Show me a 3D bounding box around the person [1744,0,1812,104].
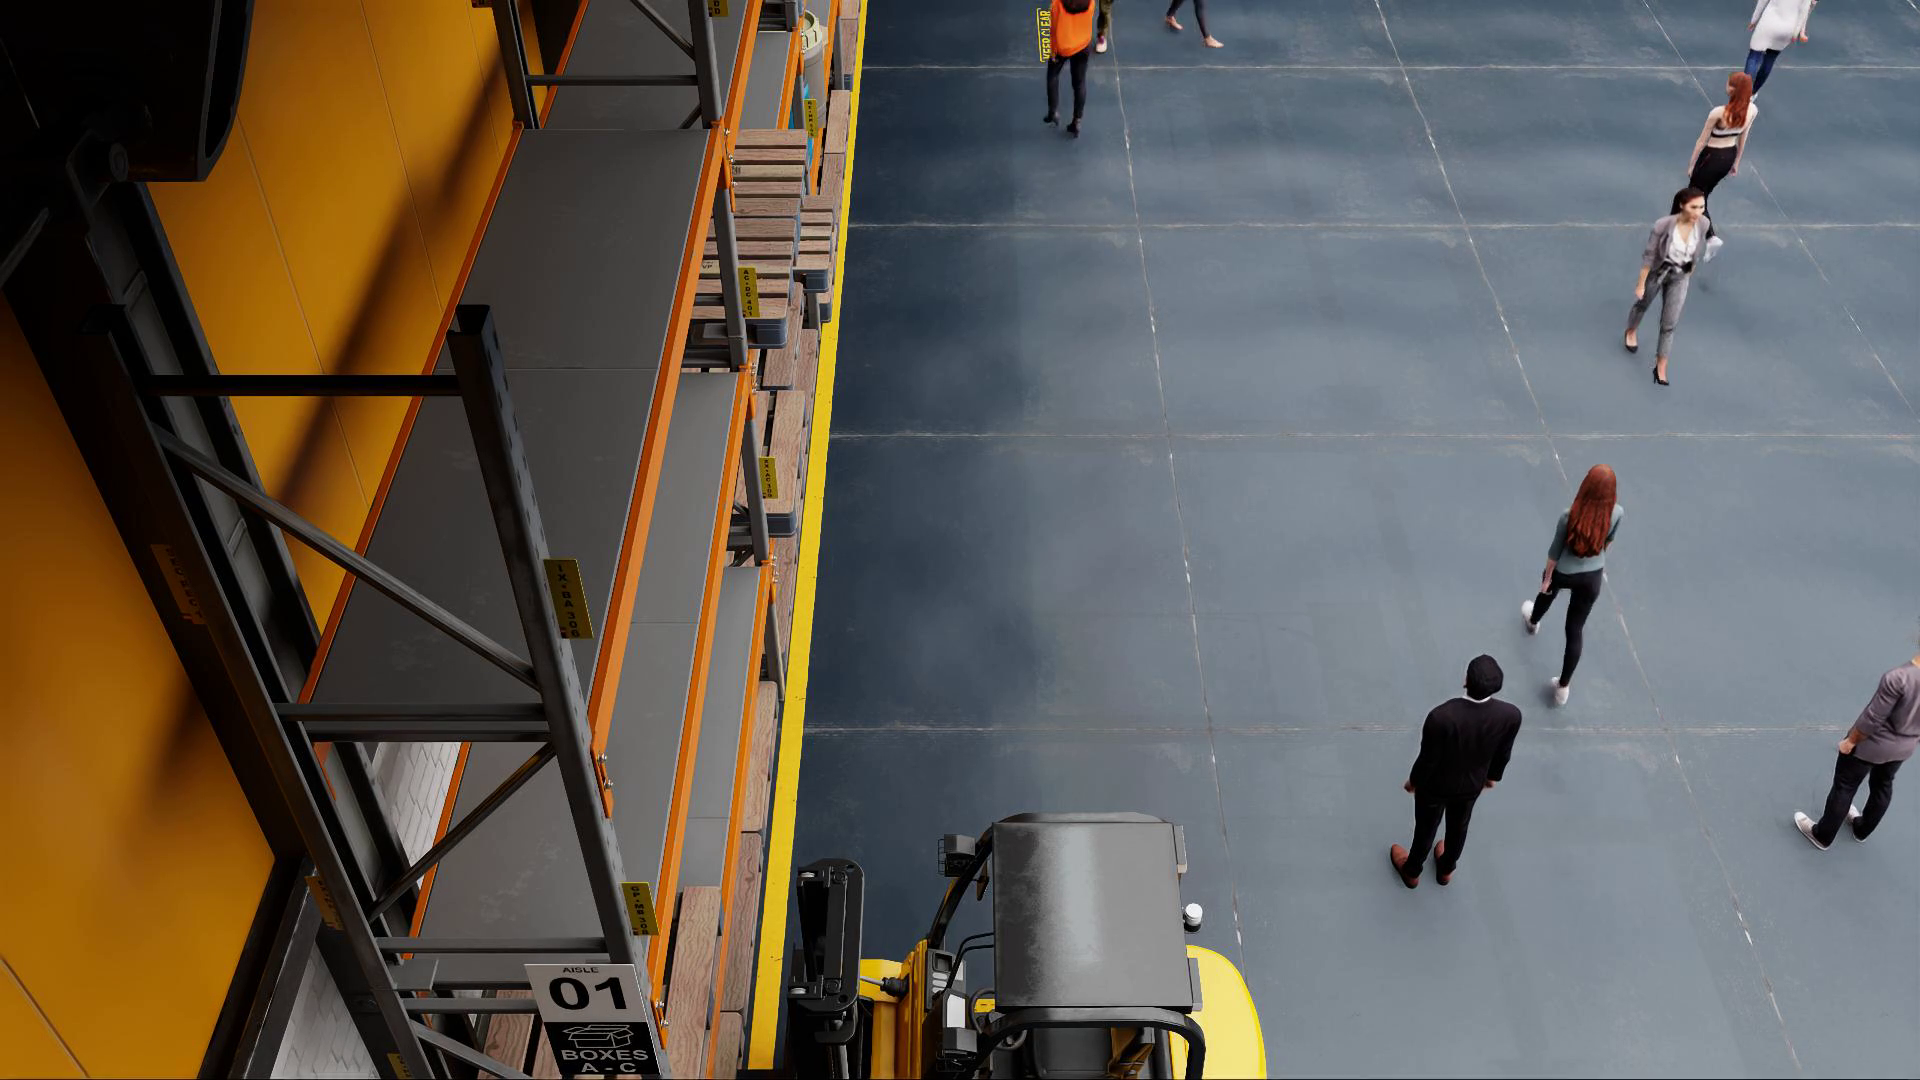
[{"bbox_3d":[7.921,-4.944,16.157,0.882,1.759,1.101,17,46,17],"label":"person"}]

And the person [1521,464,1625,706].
[{"bbox_3d":[3.972,0.301,10.693,0.657,1.700,1.174,4,44,4],"label":"person"}]

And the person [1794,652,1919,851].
[{"bbox_3d":[5.409,1.145,9.697,0.697,1.852,0.575,-5,44,-5],"label":"person"}]

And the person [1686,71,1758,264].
[{"bbox_3d":[6.524,-3.169,14.315,0.693,1.728,1.017,-4,44,-5],"label":"person"}]

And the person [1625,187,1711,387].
[{"bbox_3d":[5.588,-2.118,13.281,0.654,1.633,1.064,1,44,2],"label":"person"}]

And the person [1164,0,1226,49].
[{"bbox_3d":[2.415,-6.065,17.359,1.091,1.723,1.161,-34,53,-30],"label":"person"}]

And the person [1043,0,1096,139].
[{"bbox_3d":[1.092,-4.645,15.859,0.727,1.736,0.771,-12,45,-13],"label":"person"}]

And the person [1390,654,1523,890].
[{"bbox_3d":[2.813,1.339,9.470,0.713,1.884,0.570,-4,44,-4],"label":"person"}]
